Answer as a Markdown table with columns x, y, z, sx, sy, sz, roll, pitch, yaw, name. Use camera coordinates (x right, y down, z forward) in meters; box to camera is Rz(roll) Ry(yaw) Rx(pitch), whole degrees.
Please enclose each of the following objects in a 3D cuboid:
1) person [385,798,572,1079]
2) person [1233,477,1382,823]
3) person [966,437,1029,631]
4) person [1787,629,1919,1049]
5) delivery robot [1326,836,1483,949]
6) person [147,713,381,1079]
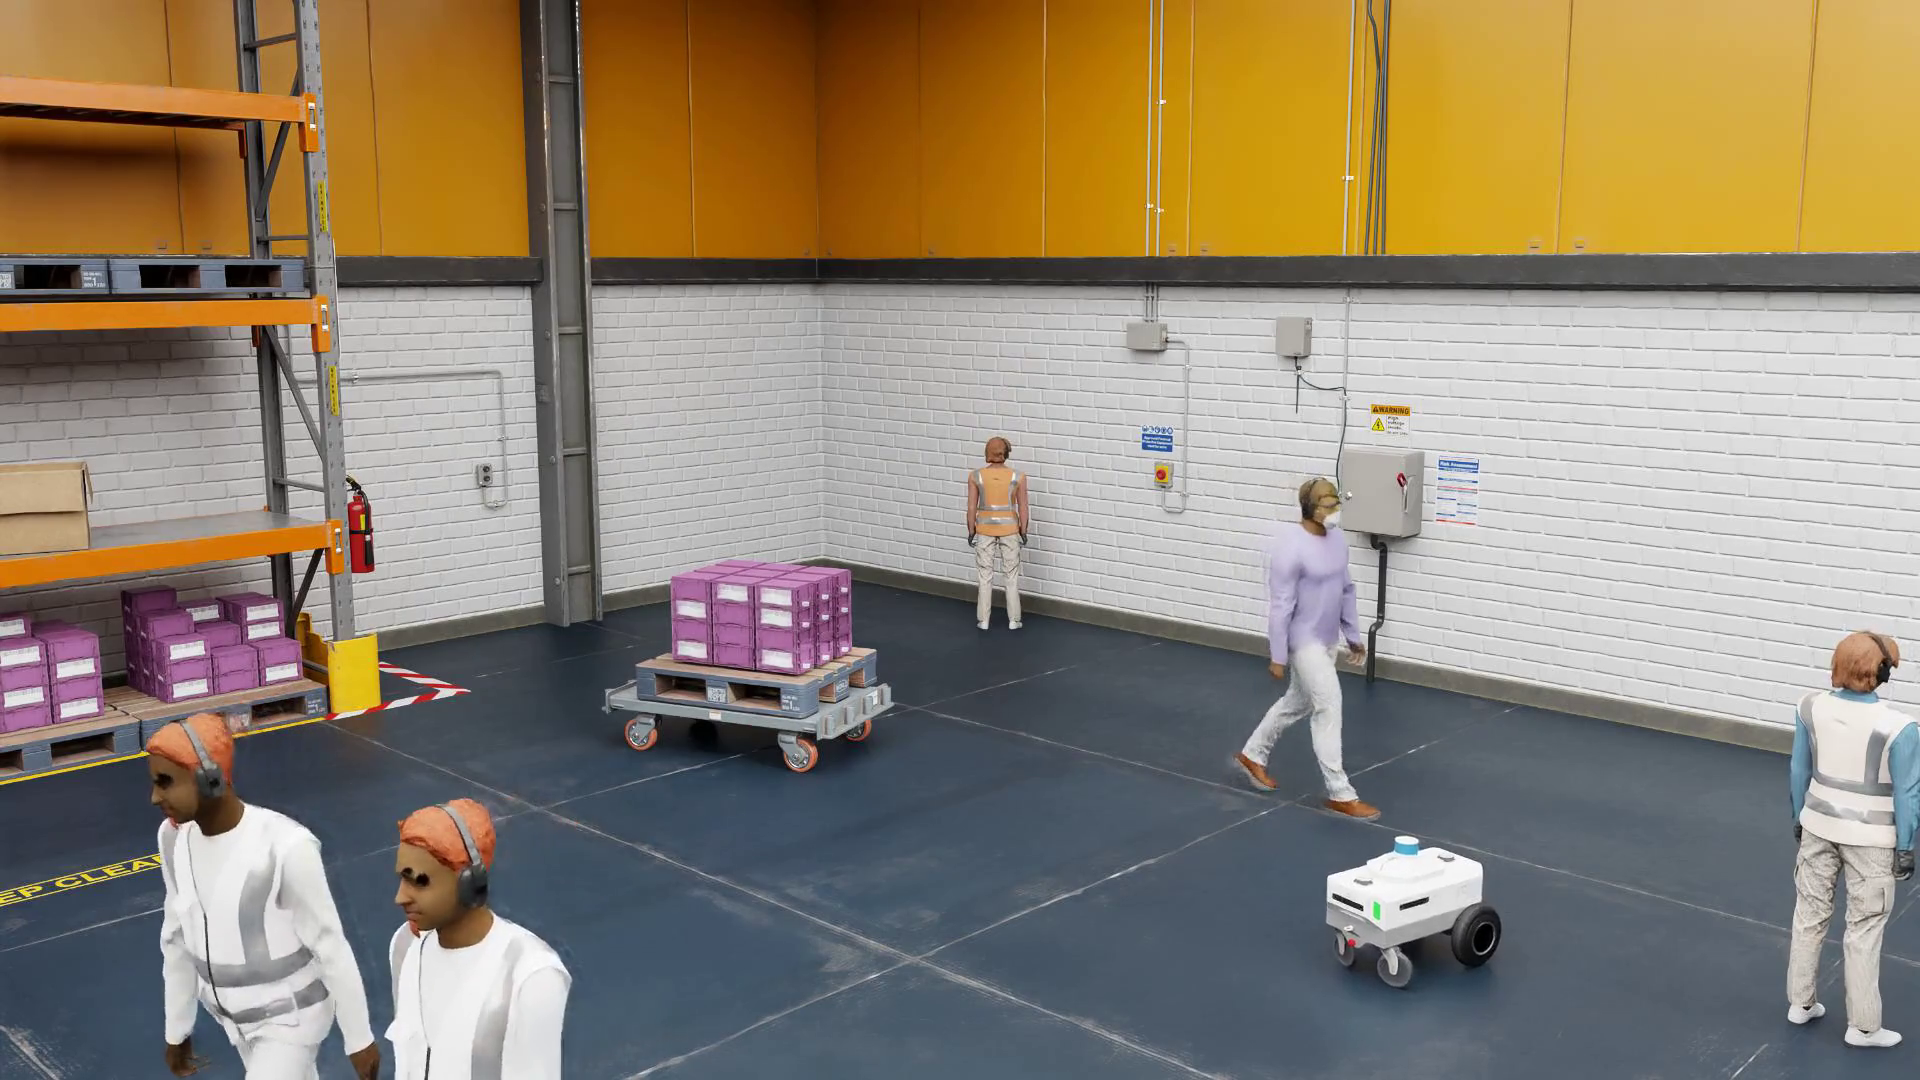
| x | y | z | sx | sy | sz | roll | pitch | yaw | name |
| --- | --- | --- | --- | --- | --- | --- | --- | --- | --- |
| -1.076 | 1.487 | 3.874 | 0.584 | 1.860 | 0.785 | 6 | 11 | 32 | person |
| 1.943 | 0.573 | 9.375 | 0.991 | 1.902 | 0.641 | 8 | 12 | 40 | person |
| 0.314 | -0.045 | 13.935 | 0.524 | 1.637 | 0.310 | 0 | 9 | 3 | person |
| 3.488 | 1.164 | 6.515 | 0.308 | 1.641 | 0.510 | -5 | 11 | -30 | person |
| 1.938 | 1.537 | 7.255 | 0.707 | 0.478 | 0.477 | -6 | 11 | -32 | delivery robot |
| -1.990 | 1.372 | 4.652 | 0.641 | 1.823 | 0.981 | 6 | 11 | 31 | person |
